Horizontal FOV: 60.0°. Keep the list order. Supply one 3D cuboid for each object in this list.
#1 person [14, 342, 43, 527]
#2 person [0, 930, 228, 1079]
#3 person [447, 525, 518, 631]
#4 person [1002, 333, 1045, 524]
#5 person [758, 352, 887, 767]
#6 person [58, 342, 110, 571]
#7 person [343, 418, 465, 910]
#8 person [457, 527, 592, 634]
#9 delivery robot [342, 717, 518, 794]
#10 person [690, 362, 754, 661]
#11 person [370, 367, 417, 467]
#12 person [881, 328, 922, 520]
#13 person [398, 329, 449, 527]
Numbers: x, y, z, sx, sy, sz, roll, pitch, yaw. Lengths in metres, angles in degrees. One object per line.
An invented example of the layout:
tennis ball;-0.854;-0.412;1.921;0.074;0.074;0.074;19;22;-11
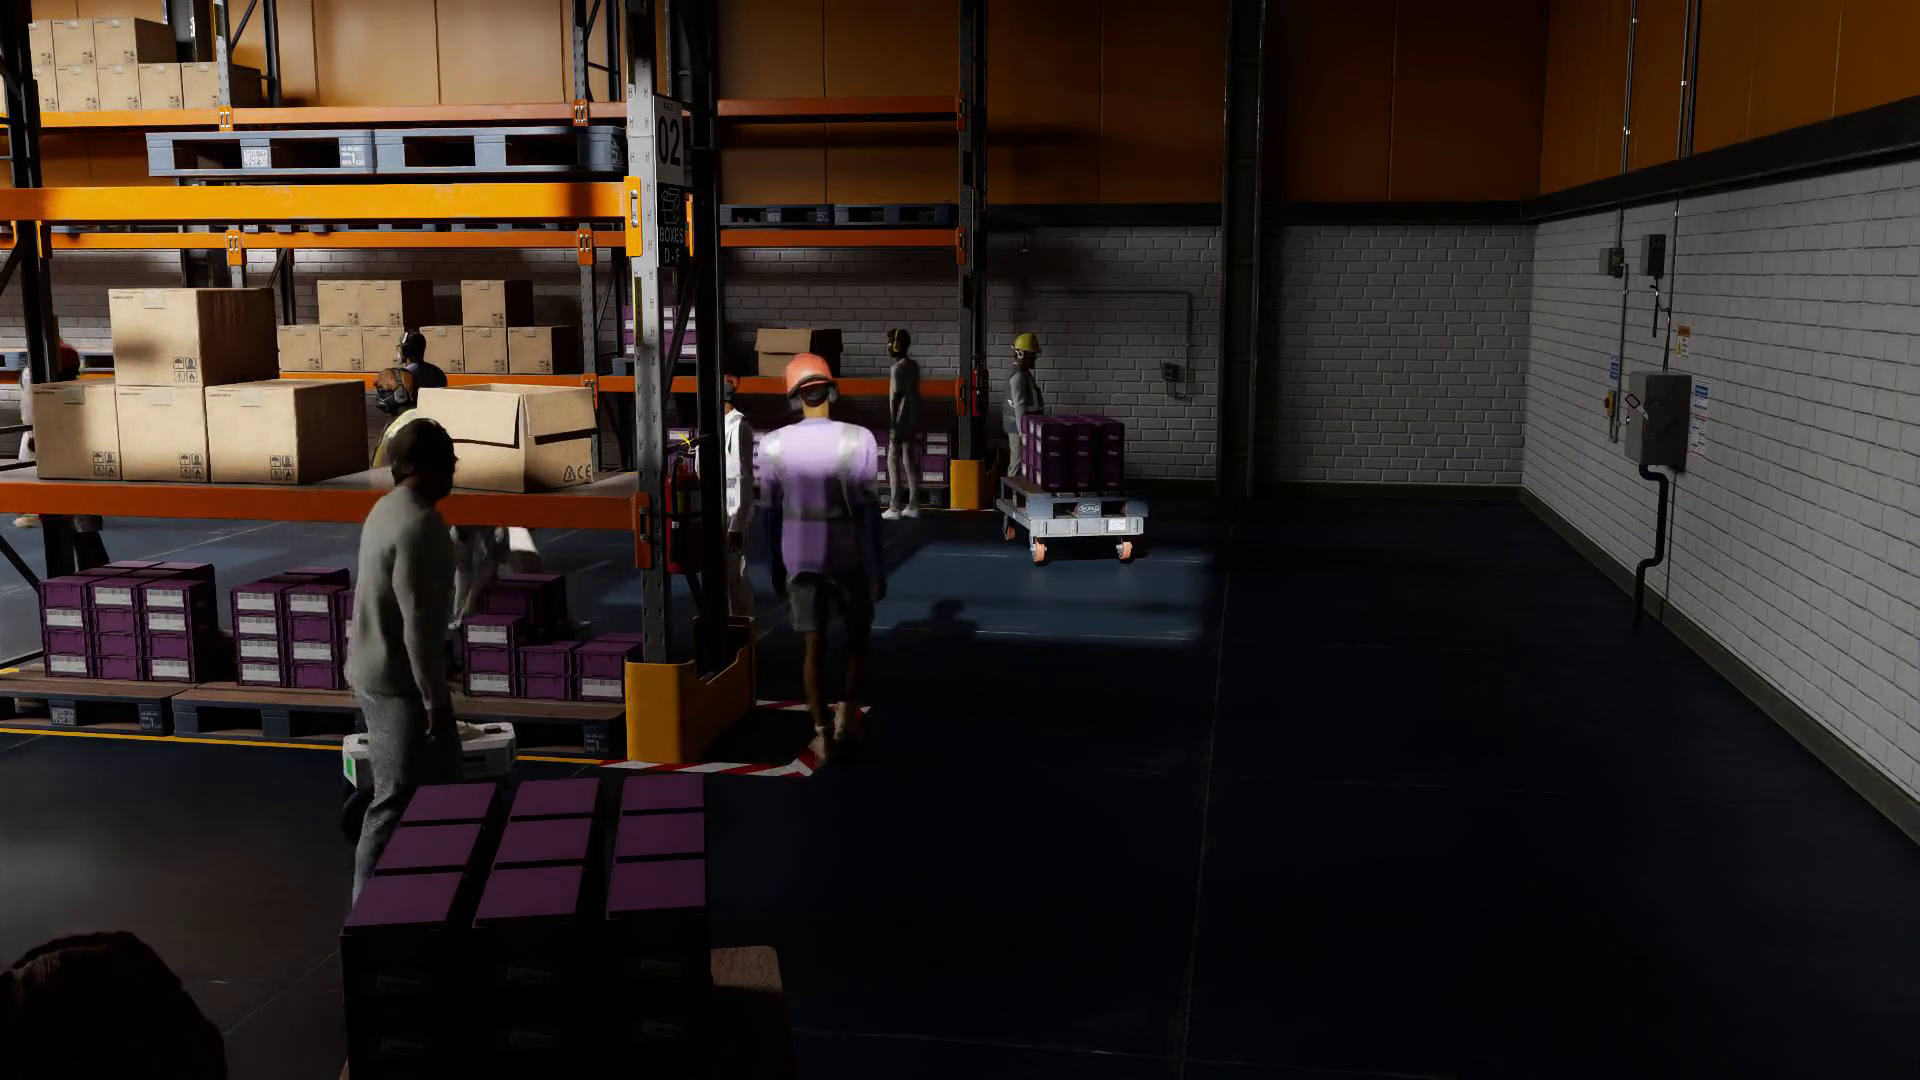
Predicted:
person;-8.666;-1.017;15.654;0.657;1.823;0.661;2;9;11
person;-1.019;1.270;2.063;0.279;1.633;0.501;-6;11;-32
person;-3.148;-0.157;10.977;0.698;1.608;0.518;5;10;29
person;0.609;-1.065;15.964;0.403;1.824;0.586;0;9;-1
person;-0.663;0.097;8.147;0.652;2.018;0.466;2;9;12
person;-6.075;-0.383;11.381;0.378;1.936;0.548;-9;13;-43
person;-1.927;0.528;5.848;0.620;1.892;0.672;-4;10;-24
person;-2.944;-0.147;10.991;0.880;1.587;0.529;-2;9;-13
delivery robot;-2.272;0.940;7.156;0.707;0.478;0.477;-3;10;-18
person;-1.411;-0.123;9.934;0.355;1.885;0.575;-5;10;-29
person;-3.393;-0.141;10.212;0.428;1.836;0.627;-4;10;-21
person;-0.586;-1.126;16.219;0.390;1.863;0.536;5;10;27
person;-4.454;-0.756;13.692;0.373;1.940;0.628;3;10;16
